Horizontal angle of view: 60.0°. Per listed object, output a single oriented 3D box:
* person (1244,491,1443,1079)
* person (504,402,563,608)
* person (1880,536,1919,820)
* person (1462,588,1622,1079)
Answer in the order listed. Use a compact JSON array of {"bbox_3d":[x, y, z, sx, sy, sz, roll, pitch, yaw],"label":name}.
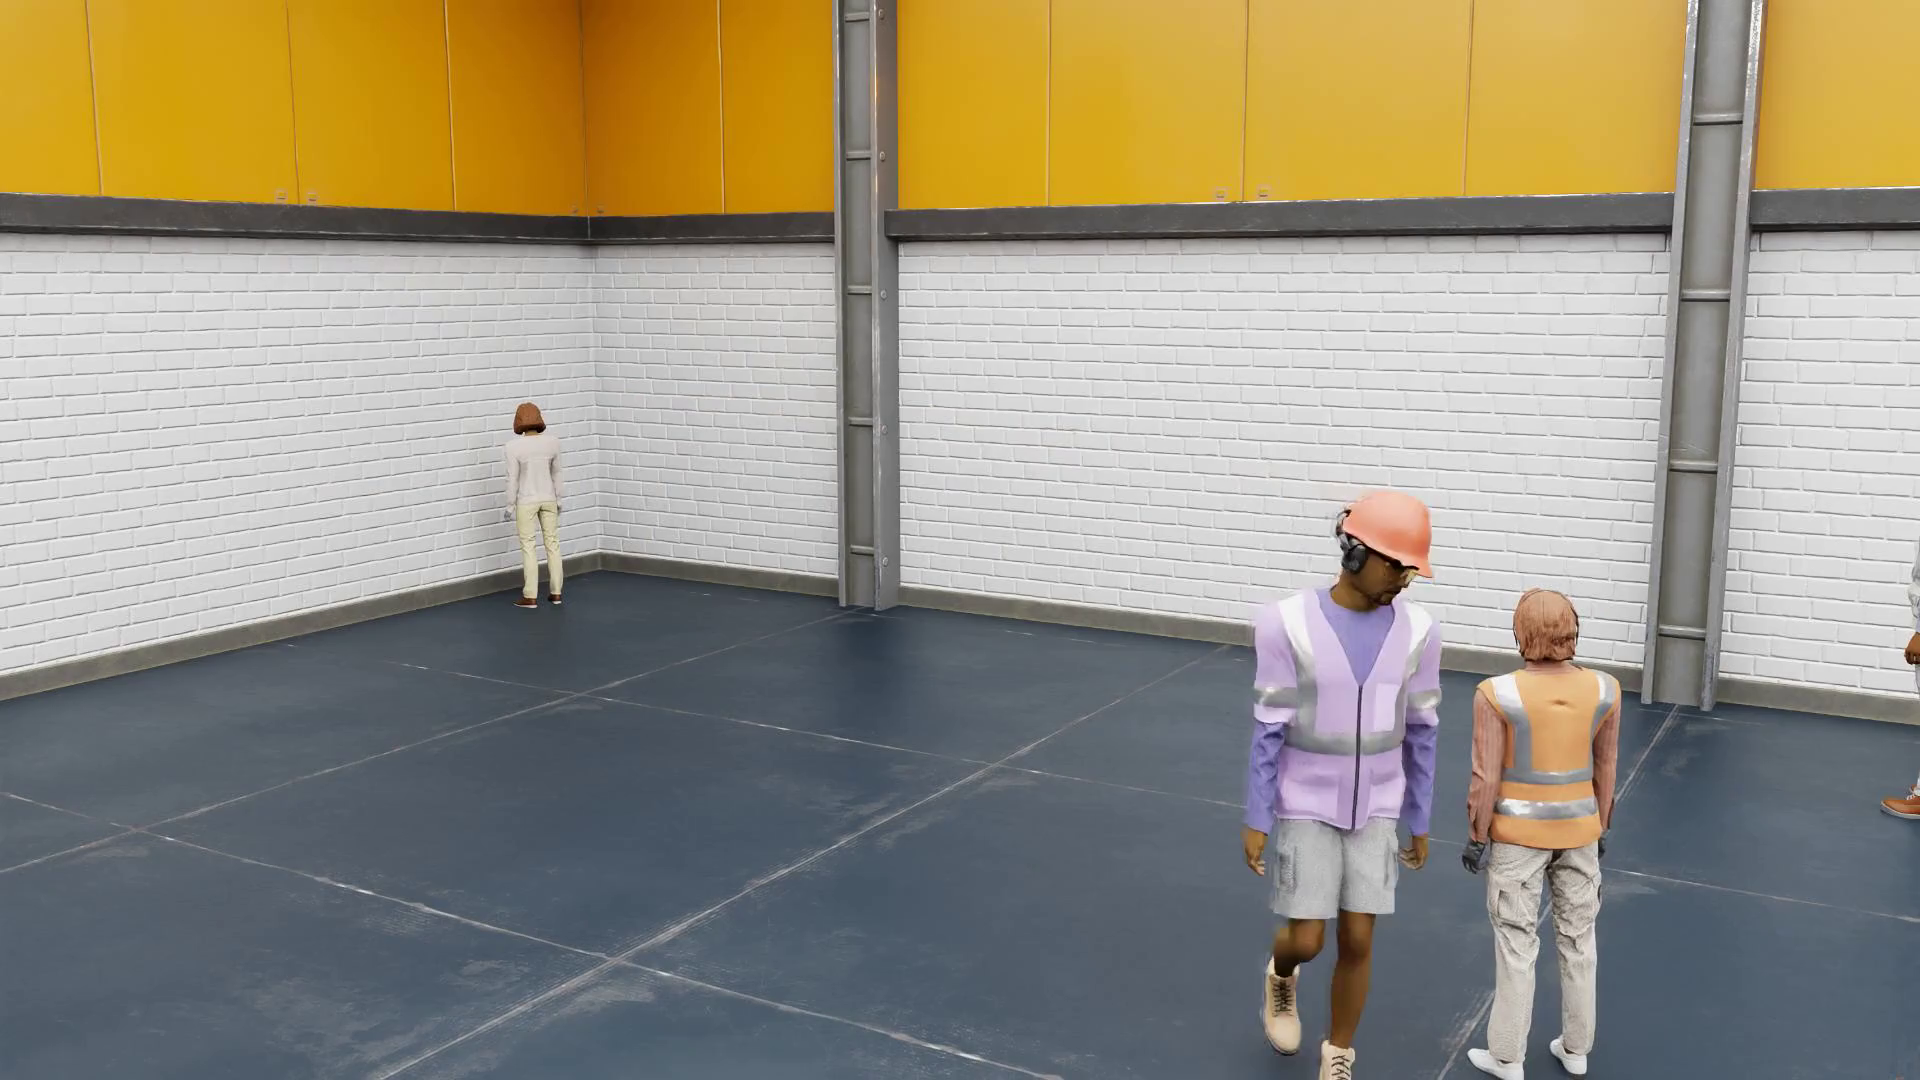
[{"bbox_3d":[1.175,0.819,5.250,0.639,1.999,0.593,-1,9,-6],"label":"person"},{"bbox_3d":[-3.385,-0.278,13.223,0.498,1.633,0.278,-8,12,-41],"label":"person"},{"bbox_3d":[4.786,0.396,8.038,0.605,1.948,0.385,-7,11,-36],"label":"person"},{"bbox_3d":[1.886,0.972,5.415,0.515,1.636,0.314,-1,9,-8],"label":"person"}]
